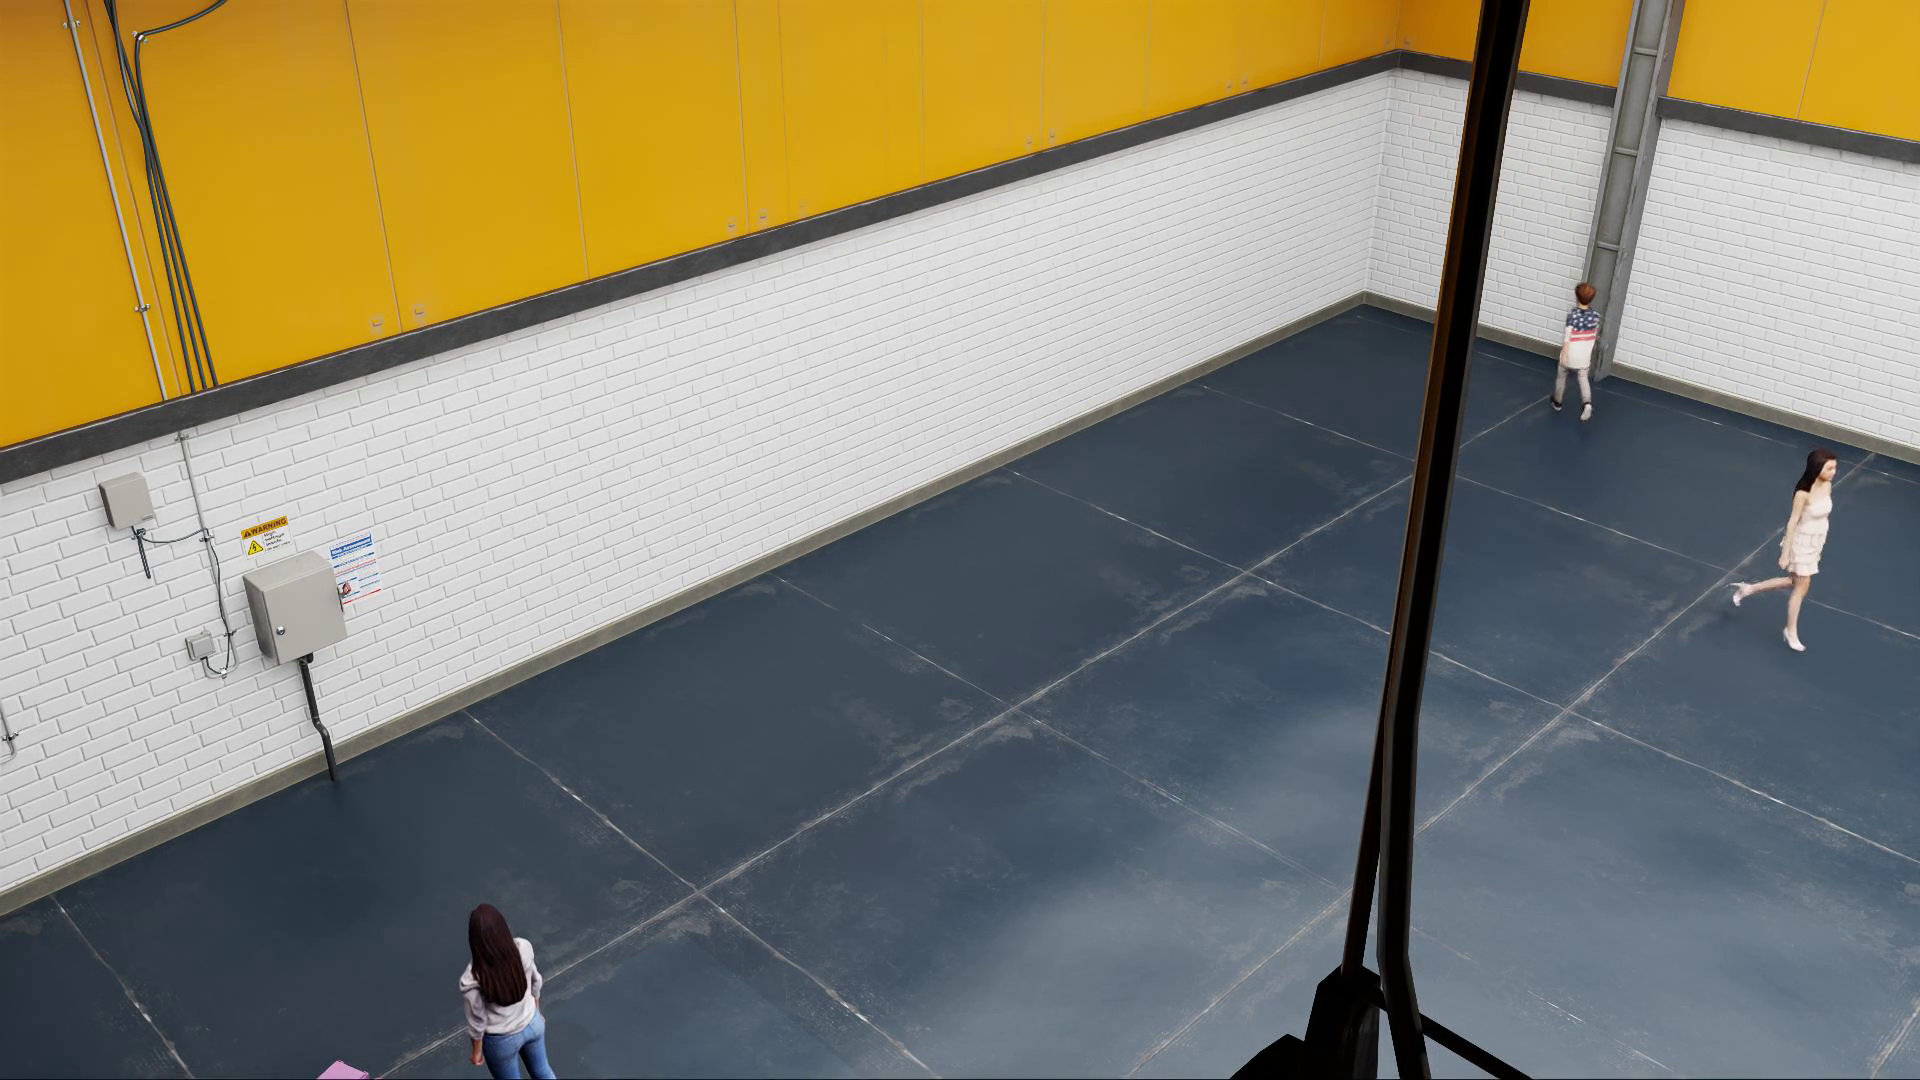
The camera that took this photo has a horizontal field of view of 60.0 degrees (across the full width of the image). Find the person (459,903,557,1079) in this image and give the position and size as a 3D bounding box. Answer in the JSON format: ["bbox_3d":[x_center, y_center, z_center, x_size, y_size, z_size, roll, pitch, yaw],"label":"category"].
[{"bbox_3d":[-2.324,2.562,8.653,0.539,1.630,0.620,21,35,33],"label":"person"}]

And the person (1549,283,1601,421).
[{"bbox_3d":[6.381,-1.928,17.099,0.869,1.424,0.953,-2,29,-4],"label":"person"}]

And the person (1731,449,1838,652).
[{"bbox_3d":[6.603,0.039,13.191,0.691,1.714,0.974,-17,33,-29],"label":"person"}]
